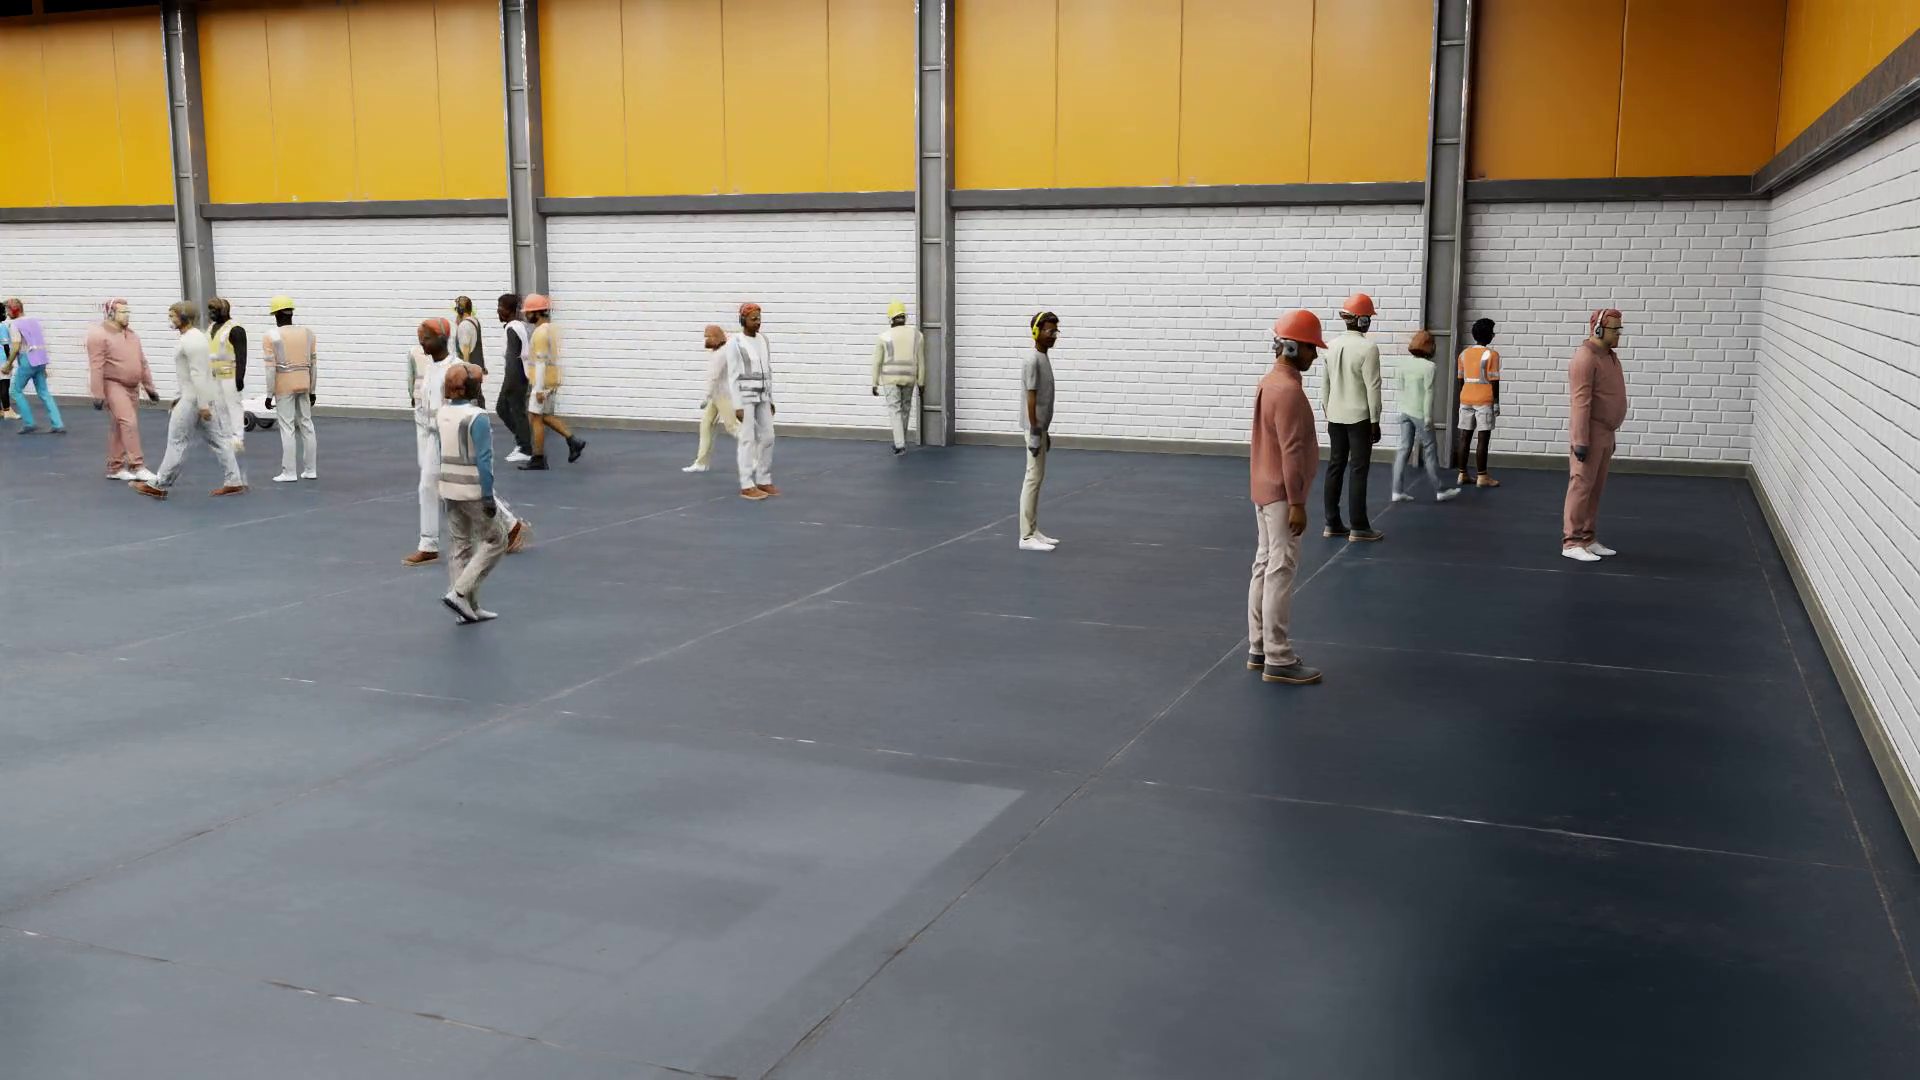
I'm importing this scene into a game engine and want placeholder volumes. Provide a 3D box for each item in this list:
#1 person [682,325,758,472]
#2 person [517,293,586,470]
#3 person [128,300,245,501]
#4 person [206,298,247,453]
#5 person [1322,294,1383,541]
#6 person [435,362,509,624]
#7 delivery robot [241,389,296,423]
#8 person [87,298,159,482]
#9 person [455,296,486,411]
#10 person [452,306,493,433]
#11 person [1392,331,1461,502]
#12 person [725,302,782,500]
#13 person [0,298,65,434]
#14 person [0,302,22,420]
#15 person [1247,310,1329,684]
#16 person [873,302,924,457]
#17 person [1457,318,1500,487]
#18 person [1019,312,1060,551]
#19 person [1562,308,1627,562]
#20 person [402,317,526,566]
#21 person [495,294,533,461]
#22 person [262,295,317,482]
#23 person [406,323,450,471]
[{"bbox_3d":[-2.541,-1.521,17.913,0.847,1.594,0.497,-3,10,-18],"label":"person"},{"bbox_3d":[-4.480,-1.707,18.041,0.646,1.923,0.562,0,9,-2],"label":"person"},{"bbox_3d":[-7.367,-1.320,15.800,1.023,1.882,0.641,-3,10,-18],"label":"person"},{"bbox_3d":[-8.749,-1.948,19.793,0.650,1.842,0.429,6,11,34],"label":"person"},{"bbox_3d":[3.187,-0.990,13.478,0.377,1.995,0.608,-6,11,-32],"label":"person"},{"bbox_3d":[-3.018,-0.276,10.235,0.534,1.627,0.366,8,12,40],"label":"person"},{"bbox_3d":[-9.289,-1.790,22.397,0.707,0.478,0.477,2,10,11],"label":"delivery robot"},{"bbox_3d":[-8.489,-1.525,17.070,0.840,1.876,0.674,2,10,11],"label":"person"},{"bbox_3d":[-6.221,-2.169,21.087,0.350,1.842,0.506,1,9,4],"label":"person"},{"bbox_3d":[-6.452,-2.252,21.980,0.731,1.706,0.481,0,9,2],"label":"person"},{"bbox_3d":[4.374,-1.159,15.646,0.688,1.602,0.526,-4,10,-23],"label":"person"},{"bbox_3d":[-1.968,-1.323,15.845,0.390,1.880,0.627,7,11,35],"label":"person"},{"bbox_3d":[-12.198,-2.262,21.808,0.681,1.789,0.576,0,9,0],"label":"person"},{"bbox_3d":[-13.866,-2.587,24.070,0.533,1.692,0.319,7,12,37],"label":"person"},{"bbox_3d":[1.754,-0.235,8.933,0.392,1.985,0.609,-1,9,-4],"label":"person"},{"bbox_3d":[-0.724,-1.873,19.419,0.608,1.813,0.694,-4,10,-22],"label":"person"},{"bbox_3d":[5.227,-1.378,16.732,0.318,1.697,0.535,-5,11,-28],"label":"person"},{"bbox_3d":[0.629,-0.853,13.052,0.325,1.863,0.516,2,10,12],"label":"person"},{"bbox_3d":[4.816,-0.791,12.573,0.401,1.903,0.644,7,12,38],"label":"person"},{"bbox_3d":[-3.760,-0.751,12.522,0.578,1.851,0.908,8,12,41],"label":"person"},{"bbox_3d":[-5.069,-1.834,18.887,0.460,1.902,0.592,-3,10,-16],"label":"person"},{"bbox_3d":[-6.892,-1.553,17.109,0.371,1.923,0.586,6,11,34],"label":"person"},{"bbox_3d":[-5.608,-1.495,17.647,0.541,1.635,0.314,1,9,9],"label":"person"}]
